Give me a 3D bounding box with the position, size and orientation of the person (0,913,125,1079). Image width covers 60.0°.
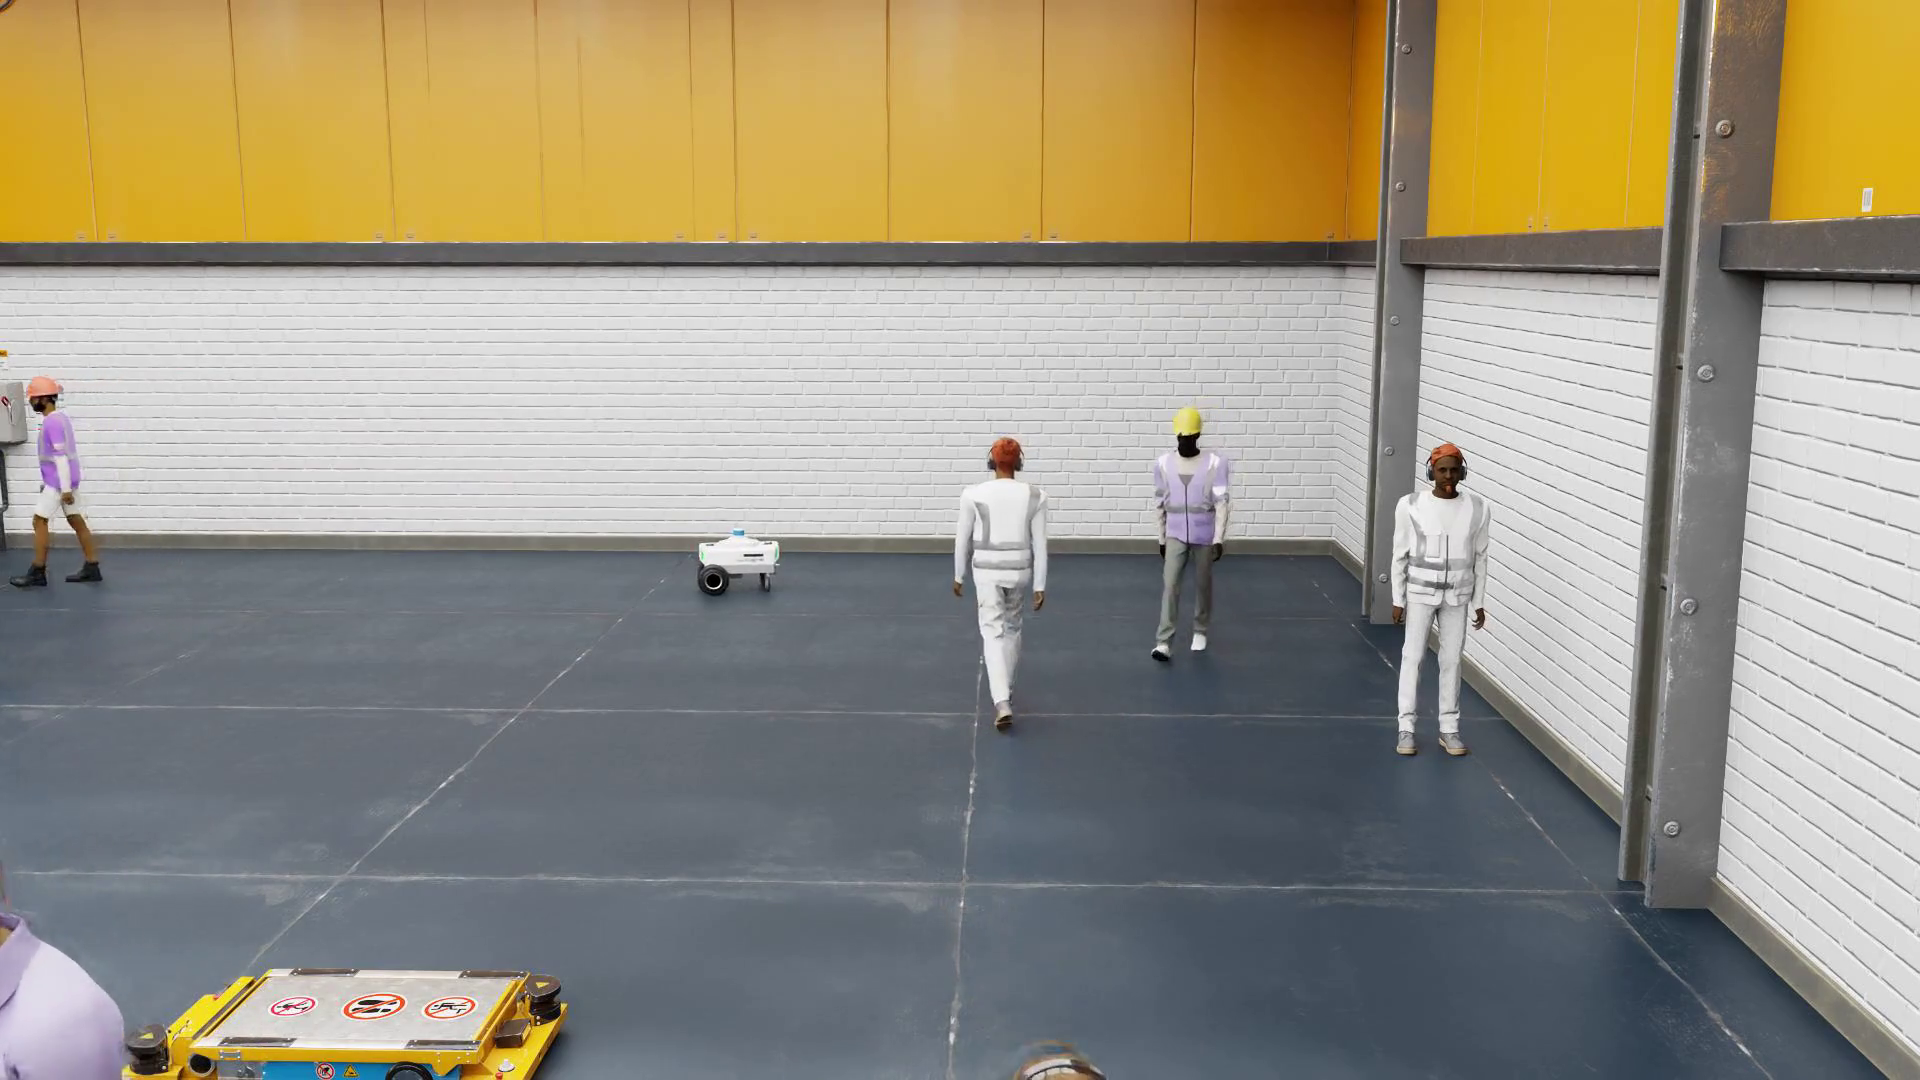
[{"bbox_3d":[-1.944,1.481,3.533,0.663,1.867,0.691,5,11,26],"label":"person"}]

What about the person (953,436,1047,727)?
[{"bbox_3d":[0.286,0.256,10.741,0.579,1.849,0.945,-2,10,-12],"label":"person"}]

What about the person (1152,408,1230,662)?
[{"bbox_3d":[1.689,-0.034,12.322,0.595,1.871,1.020,3,10,19],"label":"person"}]

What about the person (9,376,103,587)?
[{"bbox_3d":[-8.305,-0.526,15.106,0.862,1.900,0.548,-3,10,-17],"label":"person"}]

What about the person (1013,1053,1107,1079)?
[{"bbox_3d":[0.123,1.652,2.710,0.527,1.796,0.979,-2,10,-12],"label":"person"}]

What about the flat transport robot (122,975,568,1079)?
[{"bbox_3d":[-2.249,1.820,6.161,1.431,0.197,0.652,0,10,2],"label":"flat transport robot"}]

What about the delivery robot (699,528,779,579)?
[{"bbox_3d":[-1.972,0.140,14.888,0.707,0.478,0.477,-1,10,-8],"label":"delivery robot"}]

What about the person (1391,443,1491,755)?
[{"bbox_3d":[2.879,0.361,9.999,0.574,1.880,0.356,0,10,2],"label":"person"}]
